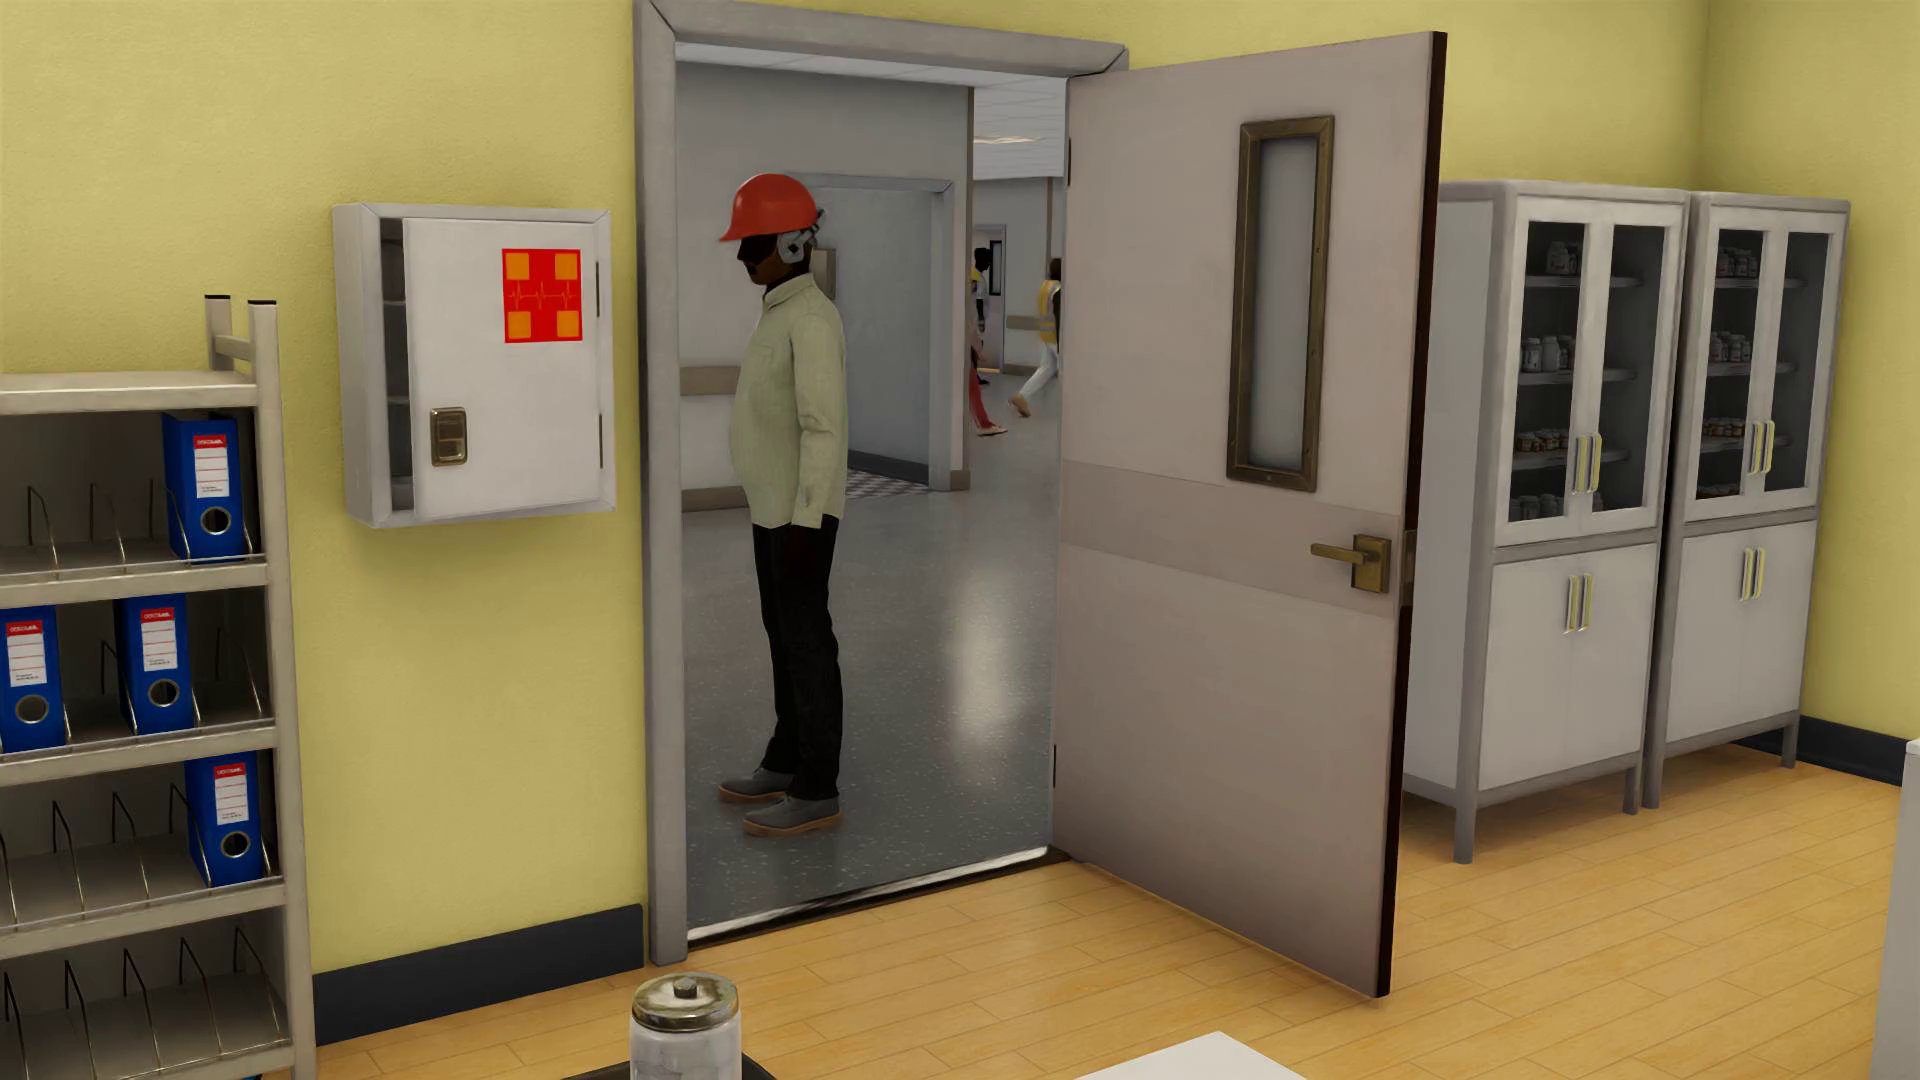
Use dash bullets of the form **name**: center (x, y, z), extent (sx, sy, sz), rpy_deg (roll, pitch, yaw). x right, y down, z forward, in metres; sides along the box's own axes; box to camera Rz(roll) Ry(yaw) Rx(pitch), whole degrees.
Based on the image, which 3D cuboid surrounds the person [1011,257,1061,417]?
- **person**: center (1.032, -2.250, 18.575), extent (0.864, 1.815, 0.636), rpy_deg (-2, 10, -16)

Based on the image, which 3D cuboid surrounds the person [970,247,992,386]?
- **person**: center (0.251, -3.141, 23.411), extent (0.385, 1.956, 0.612), rpy_deg (-1, 10, -10)

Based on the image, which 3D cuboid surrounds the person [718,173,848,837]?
- **person**: center (-0.536, -0.101, 5.072), extent (0.389, 1.990, 0.610), rpy_deg (-2, 10, -18)
